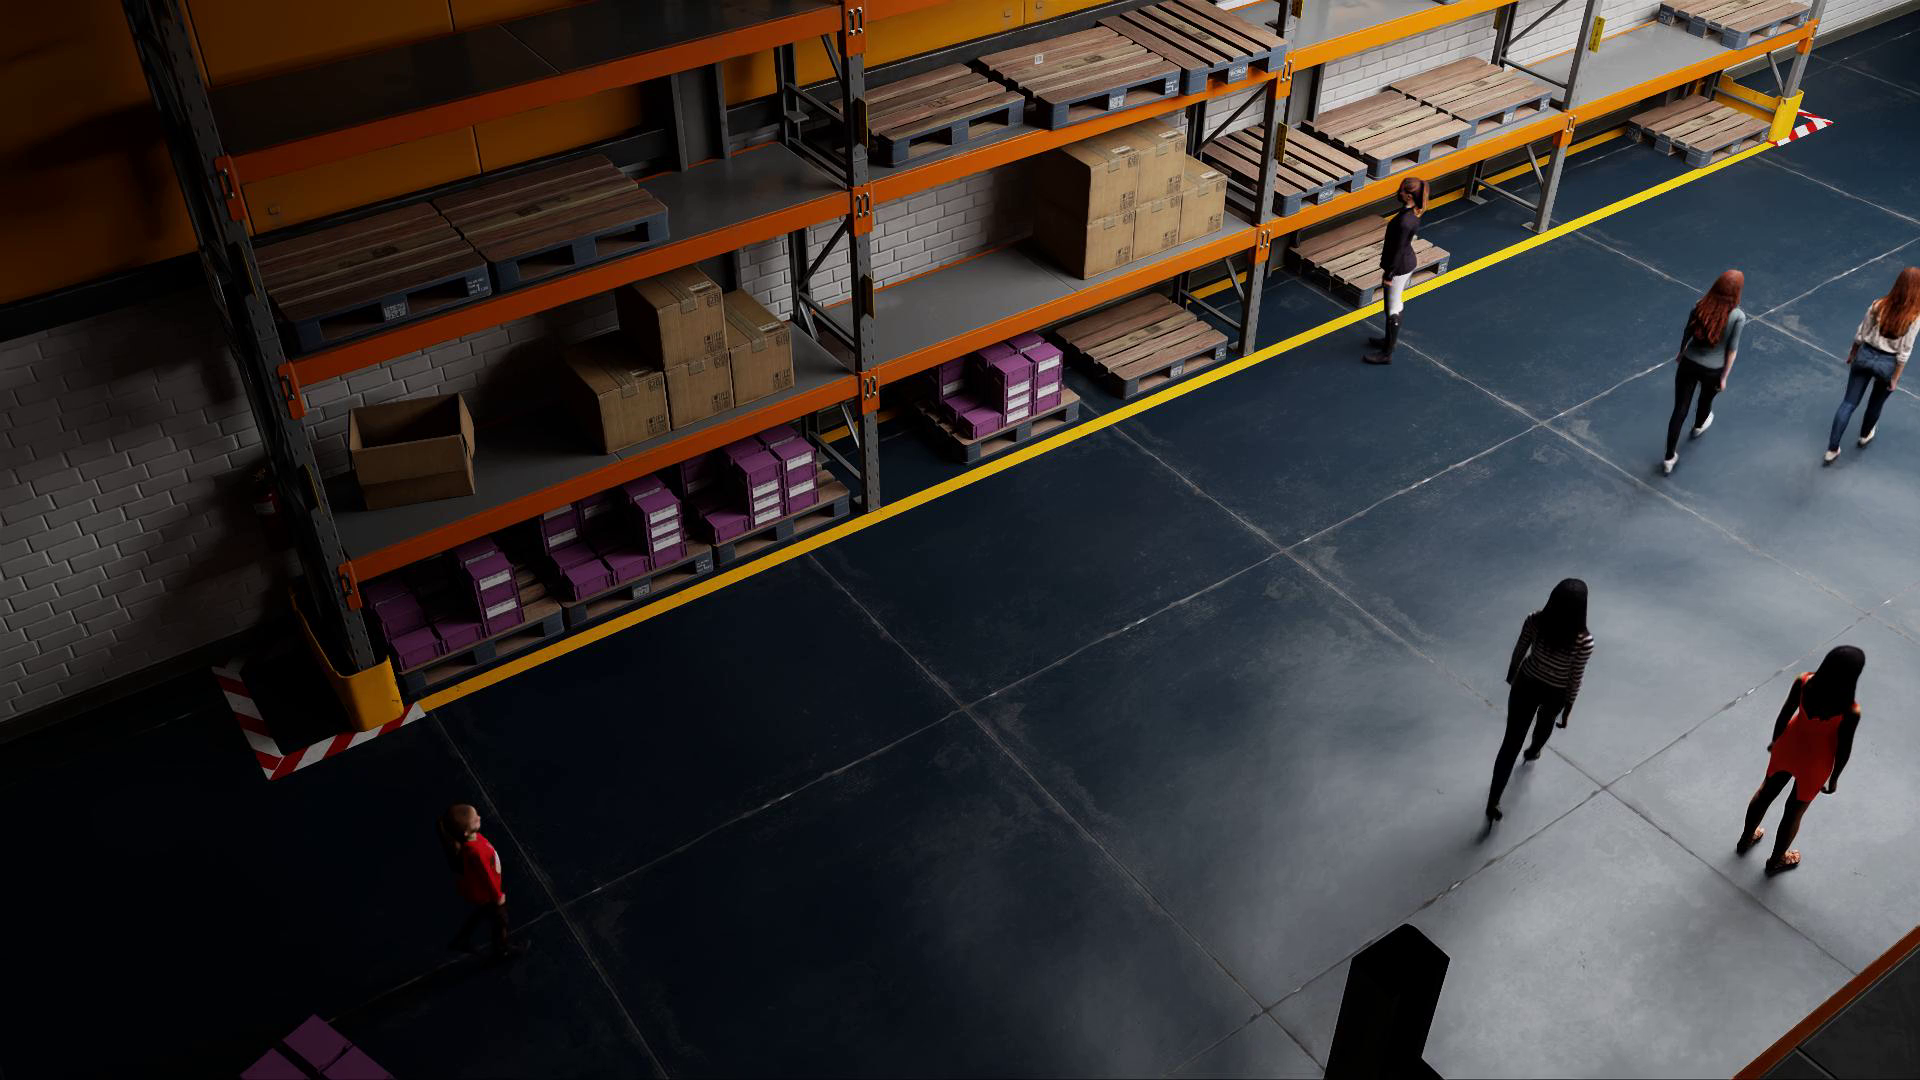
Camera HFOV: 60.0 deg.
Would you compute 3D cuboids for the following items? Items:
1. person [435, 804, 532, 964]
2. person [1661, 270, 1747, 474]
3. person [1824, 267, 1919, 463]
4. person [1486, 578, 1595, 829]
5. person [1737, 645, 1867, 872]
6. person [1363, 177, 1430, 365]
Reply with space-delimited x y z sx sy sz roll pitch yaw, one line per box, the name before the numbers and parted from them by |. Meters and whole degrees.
person | -2.747 1.973 9.383 0.651 1.272 0.489 -23 44 -26
person | 5.809 -1.290 13.120 0.817 1.708 1.137 27 46 30
person | 7.243 -1.361 13.212 0.718 1.704 1.009 31 48 33
person | 3.505 1.020 10.200 0.882 1.743 1.202 24 44 27
person | 5.011 1.285 9.887 0.491 1.719 0.585 -24 44 -27
person | 3.793 -2.340 14.417 0.711 1.730 0.630 12 40 14
